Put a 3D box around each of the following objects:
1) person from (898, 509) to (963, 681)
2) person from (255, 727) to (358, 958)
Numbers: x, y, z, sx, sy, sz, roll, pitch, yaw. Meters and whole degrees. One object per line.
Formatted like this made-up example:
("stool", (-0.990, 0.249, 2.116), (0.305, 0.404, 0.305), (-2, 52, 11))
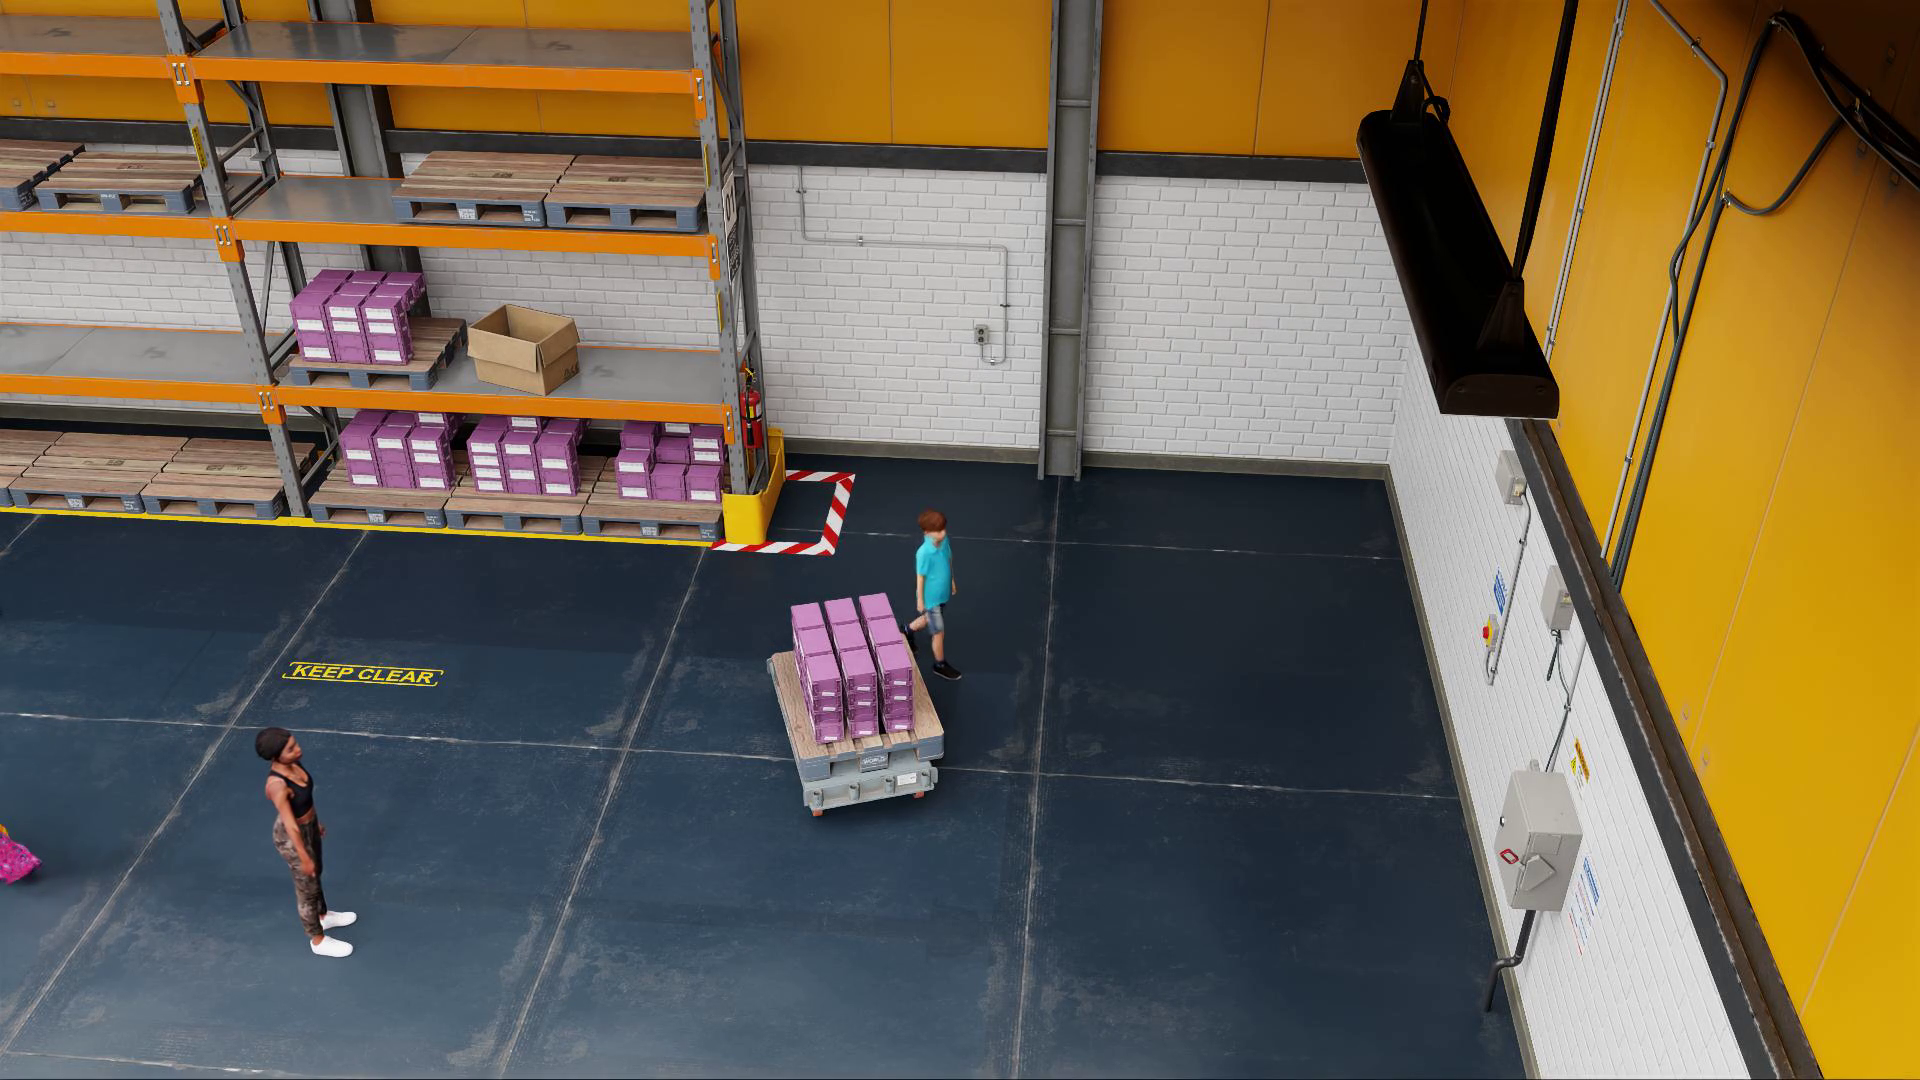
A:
("person", (-0.257, 0.364, 12.587), (0.958, 1.432, 0.772), (19, 38, 26))
("person", (-4.027, 1.815, 10.162), (0.604, 1.699, 0.617), (-5, 34, -7))
